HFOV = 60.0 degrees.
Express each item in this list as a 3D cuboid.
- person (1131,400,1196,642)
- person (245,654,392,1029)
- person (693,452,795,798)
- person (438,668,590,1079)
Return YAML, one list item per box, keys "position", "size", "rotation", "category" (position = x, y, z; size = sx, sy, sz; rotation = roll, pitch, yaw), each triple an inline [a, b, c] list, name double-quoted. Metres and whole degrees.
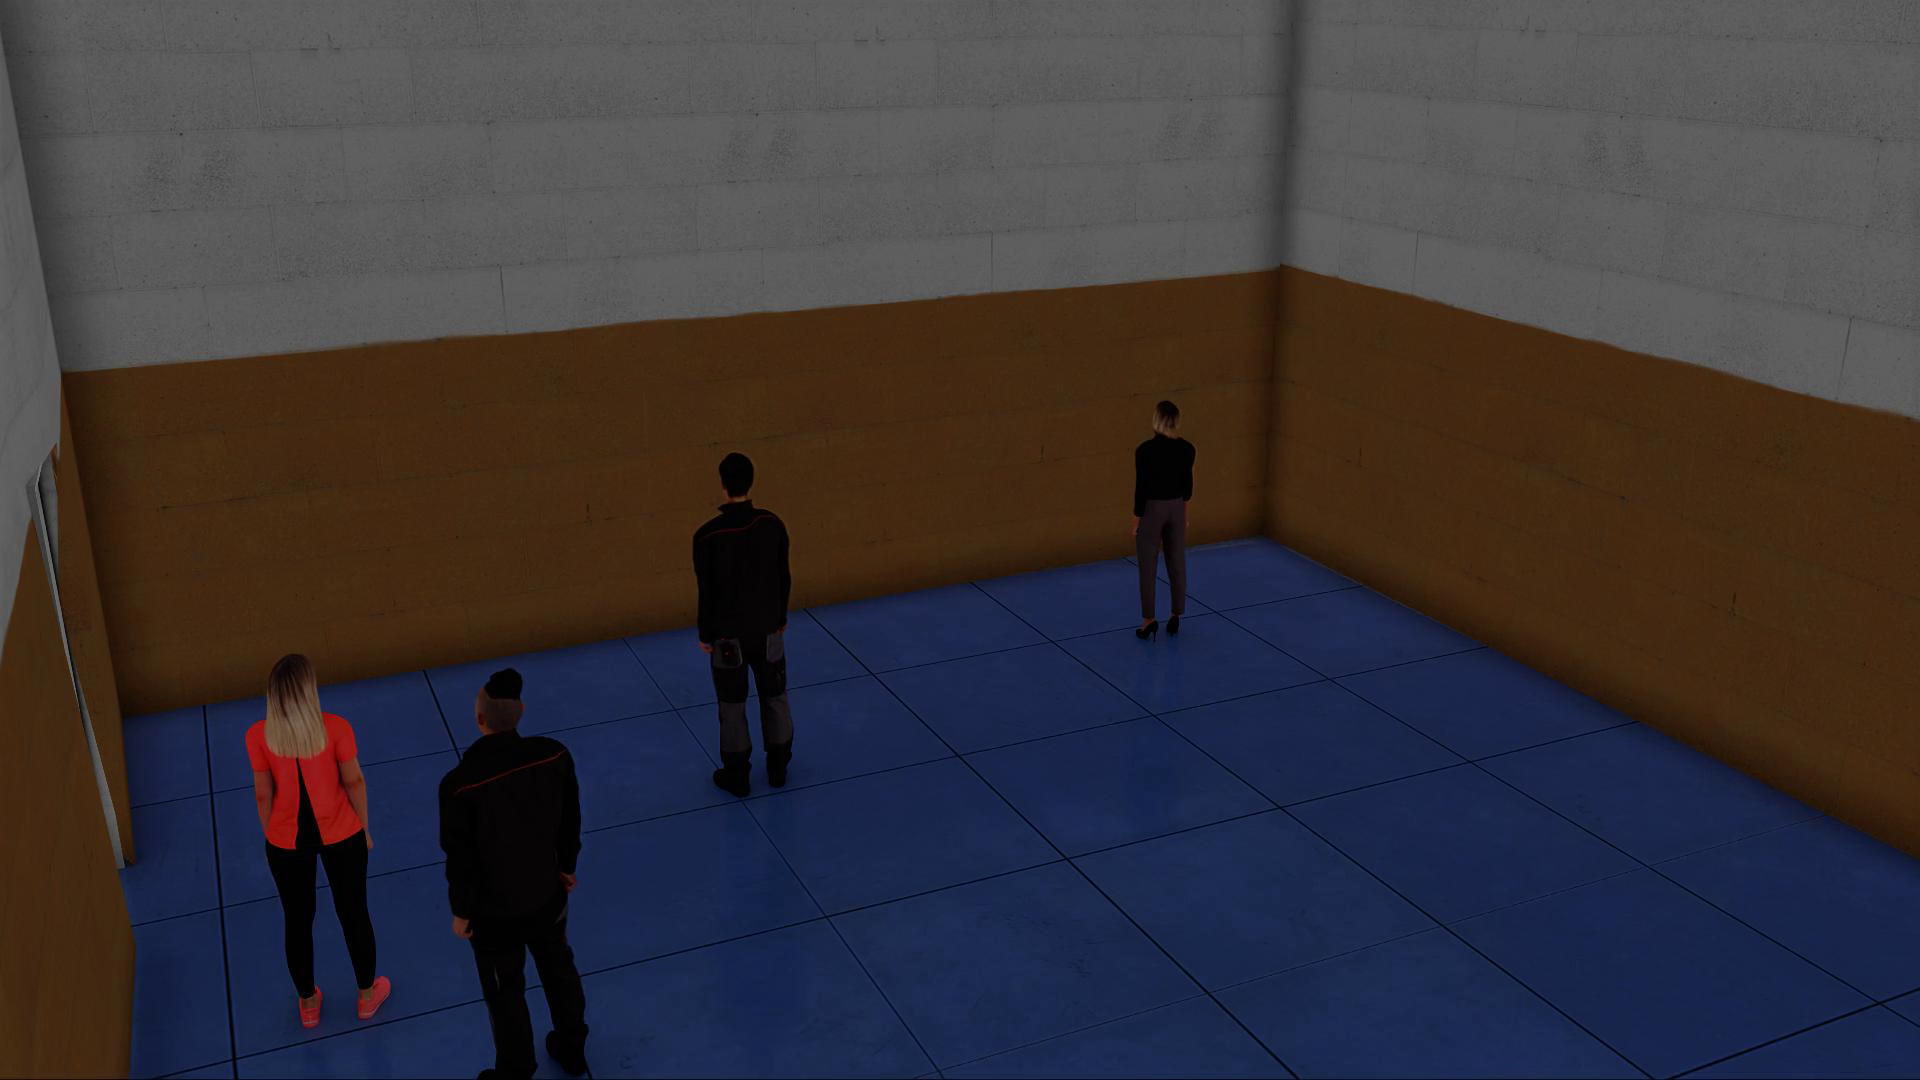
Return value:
- position: [1.369, -0.128, 11.287]
  size: [0.483, 1.671, 0.668]
  rotation: [-7, 20, -20]
  category: "person"
- position: [-2.748, 1.276, 7.087]
  size: [0.535, 1.694, 0.697]
  rotation: [-4, 19, -11]
  category: "person"
- position: [-1.175, 0.459, 9.116]
  size: [0.513, 1.946, 0.753]
  rotation: [-9, 21, -25]
  category: "person"
- position: [-1.748, 1.353, 6.561]
  size: [0.897, 1.860, 0.699]
  rotation: [17, 25, 41]
  category: "person"
